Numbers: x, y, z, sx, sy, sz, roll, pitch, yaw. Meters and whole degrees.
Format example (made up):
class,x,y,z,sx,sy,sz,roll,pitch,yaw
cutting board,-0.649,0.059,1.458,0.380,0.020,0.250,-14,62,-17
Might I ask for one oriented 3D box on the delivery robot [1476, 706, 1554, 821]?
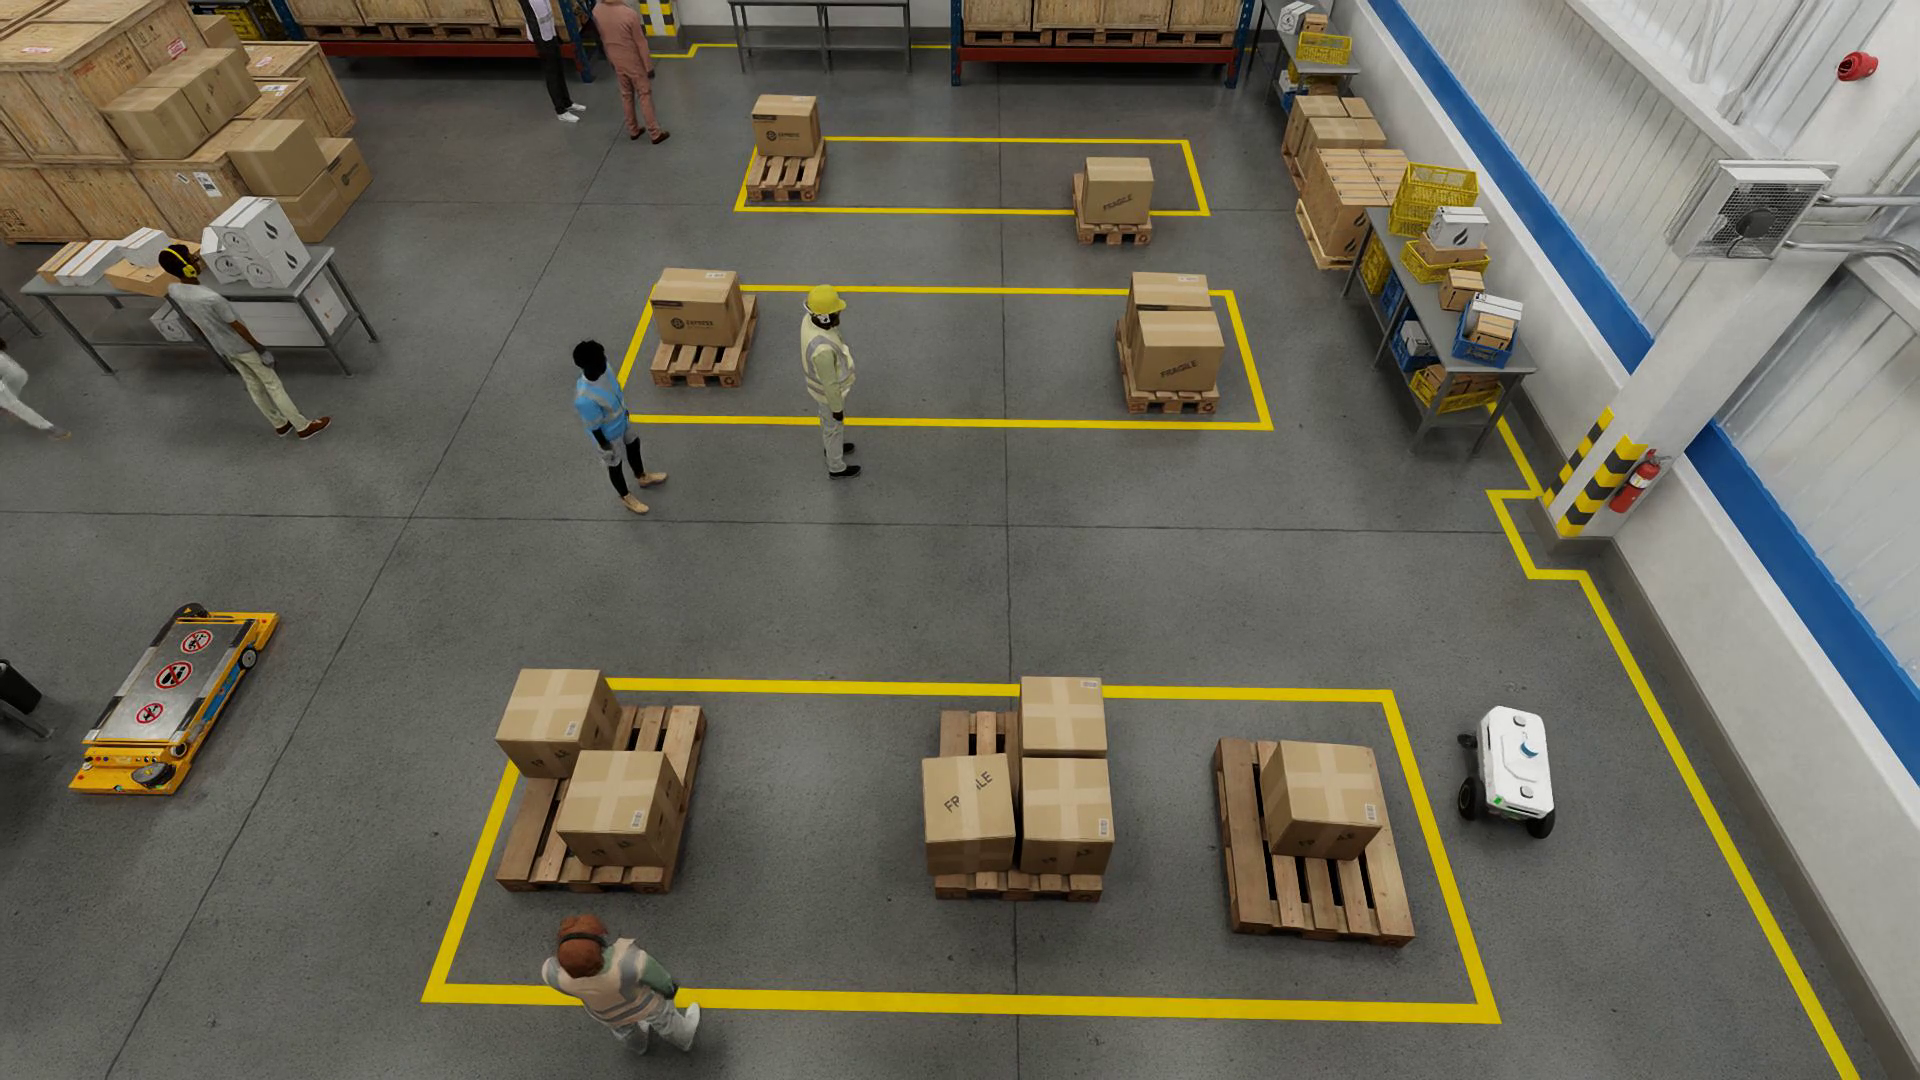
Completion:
class,x,y,z,sx,sy,sz,roll,pitch,yaw
delivery robot,3.572,1.434,5.892,0.477,0.478,0.707,13,51,11

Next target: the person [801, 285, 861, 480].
class,x,y,z,sx,sy,sz,roll,pitch,yaw
person,-1.040,-1.257,7.403,0.403,1.823,0.596,-11,51,-9

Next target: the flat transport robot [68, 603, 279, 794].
class,x,y,z,sx,sy,sz,roll,pitch,yaw
flat transport robot,-5.504,1.072,6.442,0.652,0.197,1.431,1,50,1

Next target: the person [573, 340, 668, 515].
class,x,y,z,sx,sy,sz,roll,pitch,yaw
person,-2.719,-0.881,7.176,0.361,1.683,0.566,1,50,1

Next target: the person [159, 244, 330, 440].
class,x,y,z,sx,sy,sz,roll,pitch,yaw
person,-6.029,-1.621,7.681,0.515,1.872,0.328,11,51,9

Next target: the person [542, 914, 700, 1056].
class,x,y,z,sx,sy,sz,roll,pitch,yaw
person,-1.659,2.256,4.555,0.506,1.631,0.311,-2,50,-2

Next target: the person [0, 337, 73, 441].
class,x,y,z,sx,sy,sz,roll,pitch,yaw
person,-8.366,-1.592,7.657,0.646,1.872,0.593,9,50,7

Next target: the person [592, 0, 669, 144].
class,x,y,z,sx,sy,sz,roll,pitch,yaw
person,-4.054,-5.893,11.281,0.650,1.900,0.398,18,52,15

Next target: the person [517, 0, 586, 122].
class,x,y,z,sx,sy,sz,roll,pitch,yaw
person,-5.269,-6.382,11.678,0.398,1.920,0.590,3,50,2
